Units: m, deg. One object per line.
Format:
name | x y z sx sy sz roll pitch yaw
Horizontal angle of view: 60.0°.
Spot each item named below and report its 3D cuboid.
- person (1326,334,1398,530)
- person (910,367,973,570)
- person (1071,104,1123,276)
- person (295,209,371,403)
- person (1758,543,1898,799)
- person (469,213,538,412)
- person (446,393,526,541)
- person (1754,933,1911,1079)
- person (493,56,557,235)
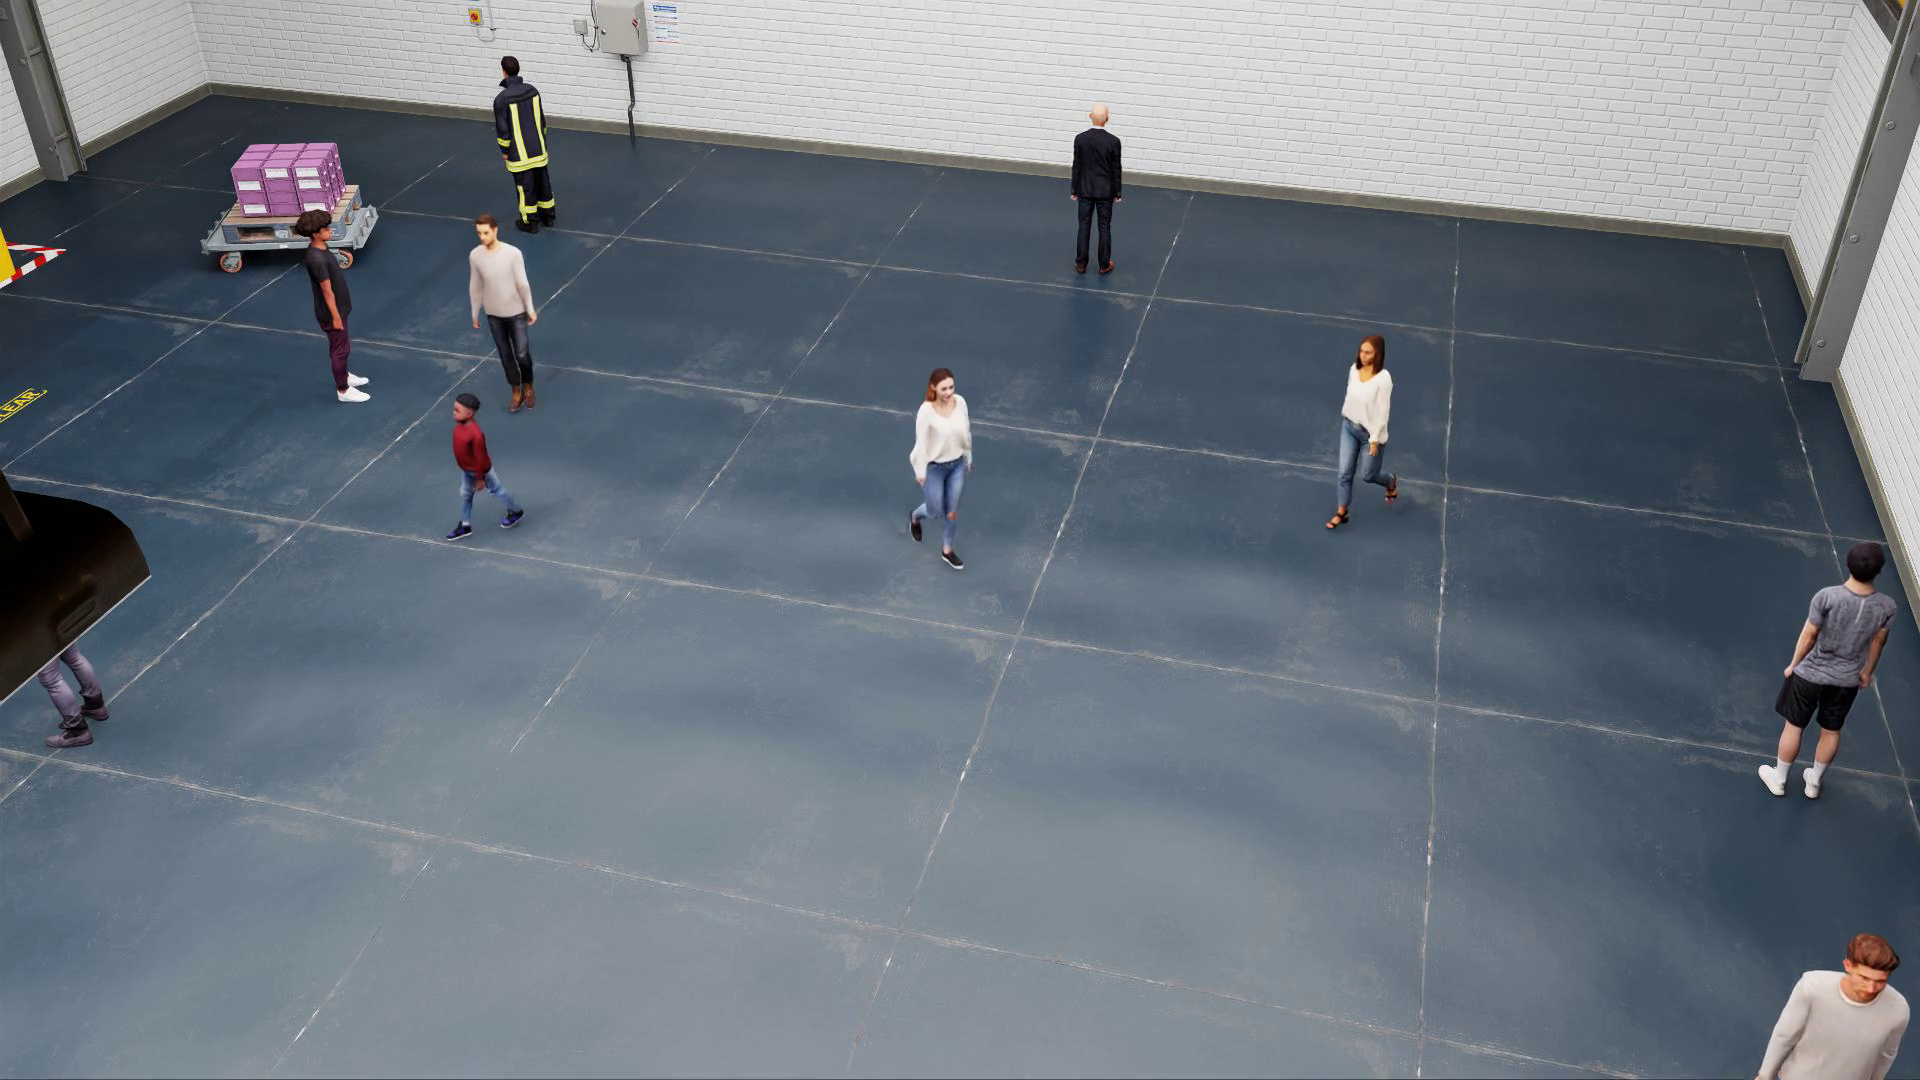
person | 3.247 -0.861 13.107 1.022 1.664 0.942 -20 38 -27
person | -0.173 -0.576 12.663 0.888 1.679 0.938 -20 39 -28
person | 1.400 -3.600 17.104 0.685 1.800 0.594 6 34 9
person | -5.629 -2.115 14.888 0.775 1.781 0.672 -11 35 -15
person | 5.424 0.827 10.378 0.660 1.873 0.548 6 34 9
person | -4.000 -2.050 14.722 0.742 1.856 0.661 1 34 1
person | -3.746 -0.598 13.104 0.936 1.228 0.807 -24 40 -31
person | 4.064 2.499 7.874 0.845 1.861 1.217 15 36 21
person | -4.720 -4.293 18.032 0.945 1.927 0.806 27 42 34
